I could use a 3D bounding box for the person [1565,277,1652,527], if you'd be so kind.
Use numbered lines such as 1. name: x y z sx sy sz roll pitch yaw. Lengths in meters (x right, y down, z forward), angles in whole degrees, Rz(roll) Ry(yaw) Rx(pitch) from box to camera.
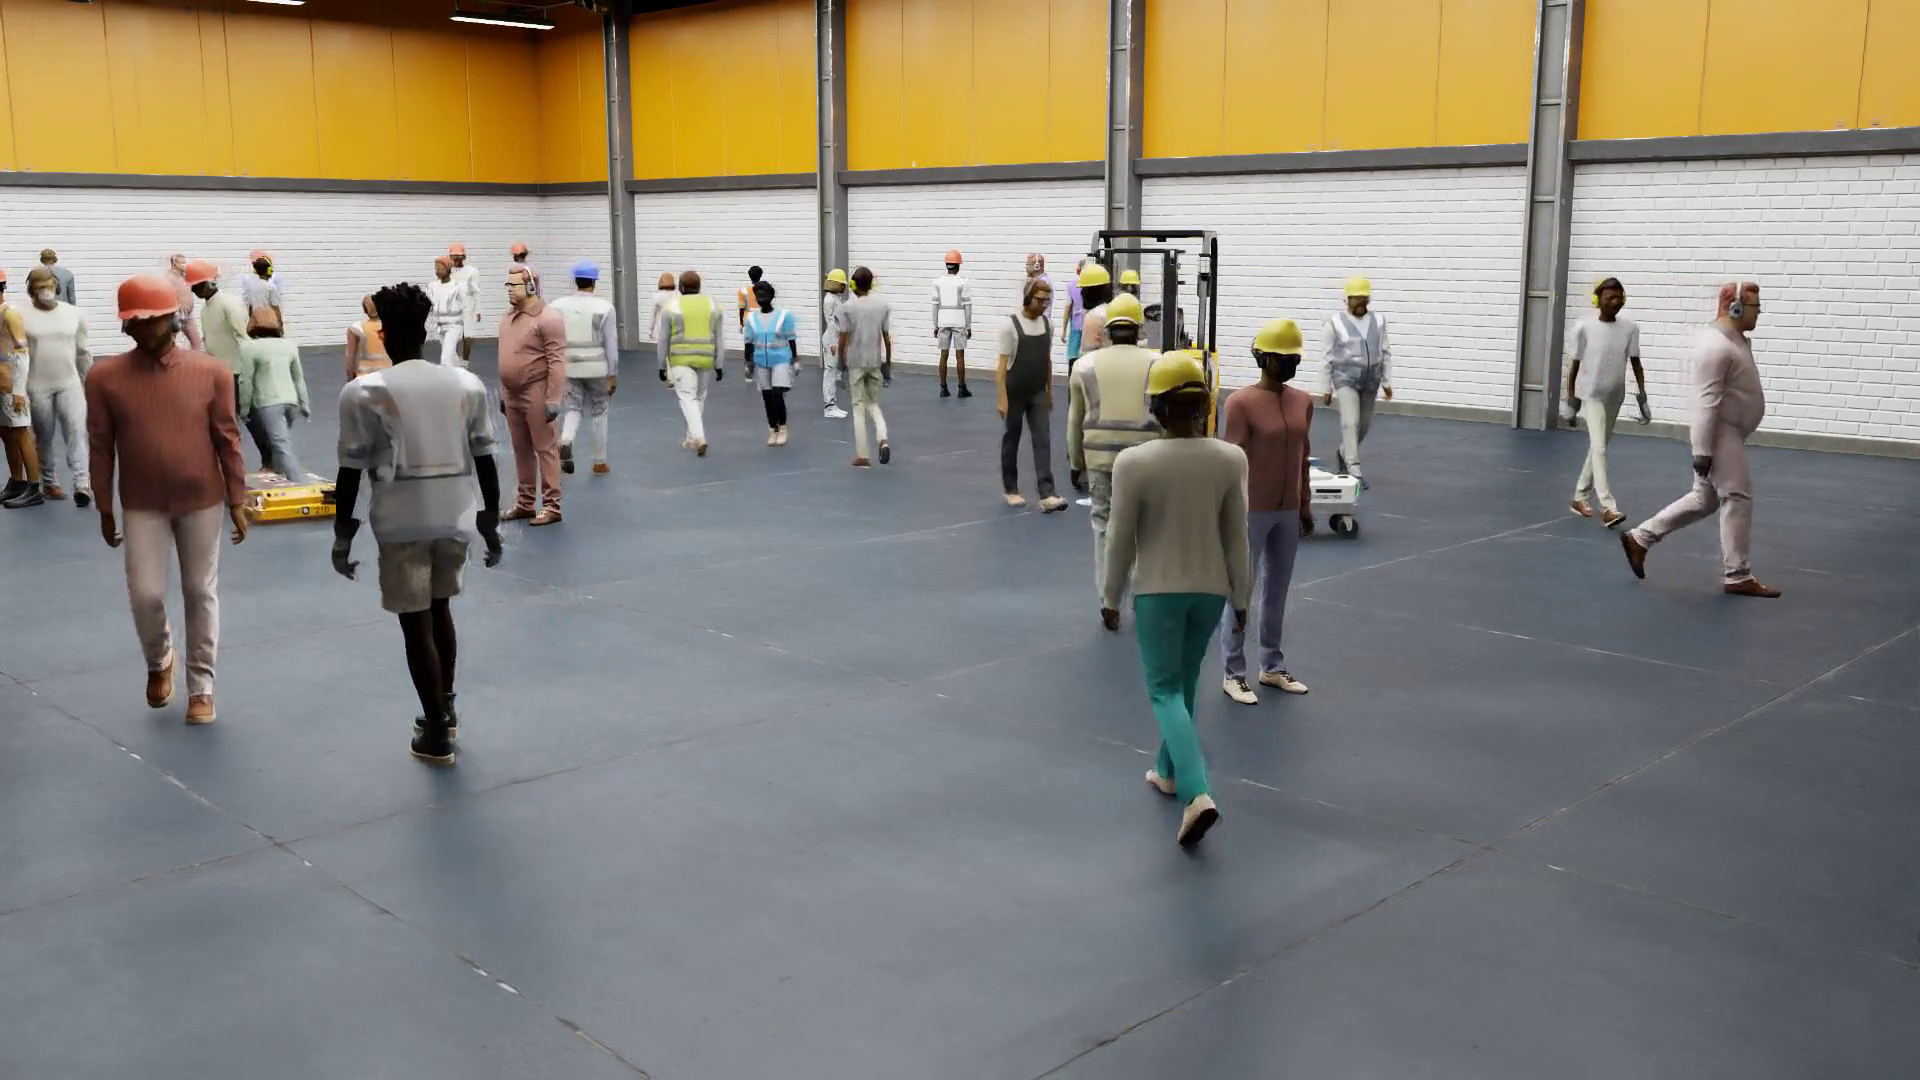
1. person: 4.805 -1.022 12.326 0.537 1.820 0.973 -1 10 -6

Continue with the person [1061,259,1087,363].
1. person: 1.621 -2.731 21.615 0.597 1.828 0.513 -4 11 -20

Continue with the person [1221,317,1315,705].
1. person: 1.424 -0.137 7.644 0.524 1.768 0.312 -7 12 -33

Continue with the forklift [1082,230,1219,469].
1. forklift: 1.804 -1.825 15.677 1.214 2.155 2.313 2 11 13

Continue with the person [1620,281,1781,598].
1. person: 4.484 -0.613 9.962 0.859 1.876 0.643 6 12 29

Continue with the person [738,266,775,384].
1. person: -2.933 -3.098 23.973 0.537 1.696 0.321 -2 11 -13

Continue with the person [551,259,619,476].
1. person: -3.297 -1.487 14.555 0.618 1.928 0.644 1 10 7

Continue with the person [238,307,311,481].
1. person: -5.385 -1.041 13.125 0.766 1.563 0.528 5 12 26

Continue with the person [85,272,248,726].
1. person: -3.449 -0.172 7.270 0.617 1.977 0.443 -5 11 -24

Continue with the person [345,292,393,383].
1. person: -5.392 -1.485 15.415 0.512 1.612 0.786 -8 13 -36

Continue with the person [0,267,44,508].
1. person: -7.513 -1.212 13.041 0.551 1.932 0.377 8 13 37

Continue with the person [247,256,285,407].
1. person: -8.622 -2.582 20.701 0.558 1.869 0.310 5 11 23

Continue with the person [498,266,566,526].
1. person: -3.199 -1.061 12.295 0.637 1.910 0.403 8 13 38

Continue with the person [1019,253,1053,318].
1. person: 0.931 -2.590 20.635 0.405 1.906 0.653 -2 11 -10

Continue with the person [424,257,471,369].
1. person: -6.528 -2.608 20.897 0.584 1.845 0.903 7 12 33

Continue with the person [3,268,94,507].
1. person: -7.167 -1.199 13.144 0.652 1.879 1.029 -8 13 -38

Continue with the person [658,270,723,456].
1. person: -2.614 -1.727 16.234 0.636 1.812 0.906 -5 12 -28

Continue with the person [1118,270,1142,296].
1. person: 1.969 -2.175 18.816 0.826 1.729 0.552 7 12 33

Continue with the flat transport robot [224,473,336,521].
1. flat transport robot: -5.302 -0.366 12.970 0.652 0.197 1.431 -7 13 -35

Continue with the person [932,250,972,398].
1. person: -0.095 -2.846 21.943 0.544 1.939 0.372 4 11 20

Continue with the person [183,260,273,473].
1. person: -6.308 -1.419 14.214 1.032 1.923 0.648 -9 14 -41

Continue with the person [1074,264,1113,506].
1. person: 1.085 -1.203 13.075 0.429 1.910 0.588 4 11 20

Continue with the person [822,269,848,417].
1. person: -1.462 -2.317 19.614 0.311 1.735 0.484 0 10 2

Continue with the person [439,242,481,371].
1. person: -7.637 -3.522 25.398 0.641 2.019 0.675 -3 11 -15

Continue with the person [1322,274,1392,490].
1. person: 3.373 -1.371 14.255 0.588 1.809 0.815 -3 11 -14

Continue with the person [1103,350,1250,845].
1. person: 0.808 0.189 5.986 0.527 1.730 0.863 -3 11 -15

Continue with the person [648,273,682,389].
1. person: -4.107 -2.927 23.295 0.526 1.589 0.818 -5 12 -27

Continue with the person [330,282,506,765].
1. person: -2.238 -0.073 6.799 0.650 1.938 0.659 -10 14 -43

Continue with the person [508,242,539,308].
1. person: -7.241 -3.967 27.814 0.735 2.028 0.616 8 13 38

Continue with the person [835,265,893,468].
1. person: -0.883 -1.576 15.240 0.508 1.859 0.432 -5 12 -27

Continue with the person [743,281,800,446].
1. person: -1.913 -1.764 16.756 0.566 1.671 0.455 3 11 17

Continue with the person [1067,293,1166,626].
1. person: 0.899 -0.451 9.210 0.613 1.807 0.619 2 11 9

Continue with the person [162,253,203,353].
1. person: -11.946 -3.432 25.366 1.014 1.863 0.634 1 10 4

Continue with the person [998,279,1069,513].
1. person: 0.548 -1.100 12.802 0.565 1.787 0.903 -6 12 -30

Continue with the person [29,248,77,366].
1. person: -13.610 -3.404 24.995 0.372 1.936 0.629 9 14 40

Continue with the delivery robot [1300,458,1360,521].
1. delivery robot: 2.461 -0.343 11.815 0.707 0.478 0.477 0 10 0

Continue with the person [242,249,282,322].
1. person: -10.269 -3.306 24.473 0.544 1.923 0.491 0 10 1
